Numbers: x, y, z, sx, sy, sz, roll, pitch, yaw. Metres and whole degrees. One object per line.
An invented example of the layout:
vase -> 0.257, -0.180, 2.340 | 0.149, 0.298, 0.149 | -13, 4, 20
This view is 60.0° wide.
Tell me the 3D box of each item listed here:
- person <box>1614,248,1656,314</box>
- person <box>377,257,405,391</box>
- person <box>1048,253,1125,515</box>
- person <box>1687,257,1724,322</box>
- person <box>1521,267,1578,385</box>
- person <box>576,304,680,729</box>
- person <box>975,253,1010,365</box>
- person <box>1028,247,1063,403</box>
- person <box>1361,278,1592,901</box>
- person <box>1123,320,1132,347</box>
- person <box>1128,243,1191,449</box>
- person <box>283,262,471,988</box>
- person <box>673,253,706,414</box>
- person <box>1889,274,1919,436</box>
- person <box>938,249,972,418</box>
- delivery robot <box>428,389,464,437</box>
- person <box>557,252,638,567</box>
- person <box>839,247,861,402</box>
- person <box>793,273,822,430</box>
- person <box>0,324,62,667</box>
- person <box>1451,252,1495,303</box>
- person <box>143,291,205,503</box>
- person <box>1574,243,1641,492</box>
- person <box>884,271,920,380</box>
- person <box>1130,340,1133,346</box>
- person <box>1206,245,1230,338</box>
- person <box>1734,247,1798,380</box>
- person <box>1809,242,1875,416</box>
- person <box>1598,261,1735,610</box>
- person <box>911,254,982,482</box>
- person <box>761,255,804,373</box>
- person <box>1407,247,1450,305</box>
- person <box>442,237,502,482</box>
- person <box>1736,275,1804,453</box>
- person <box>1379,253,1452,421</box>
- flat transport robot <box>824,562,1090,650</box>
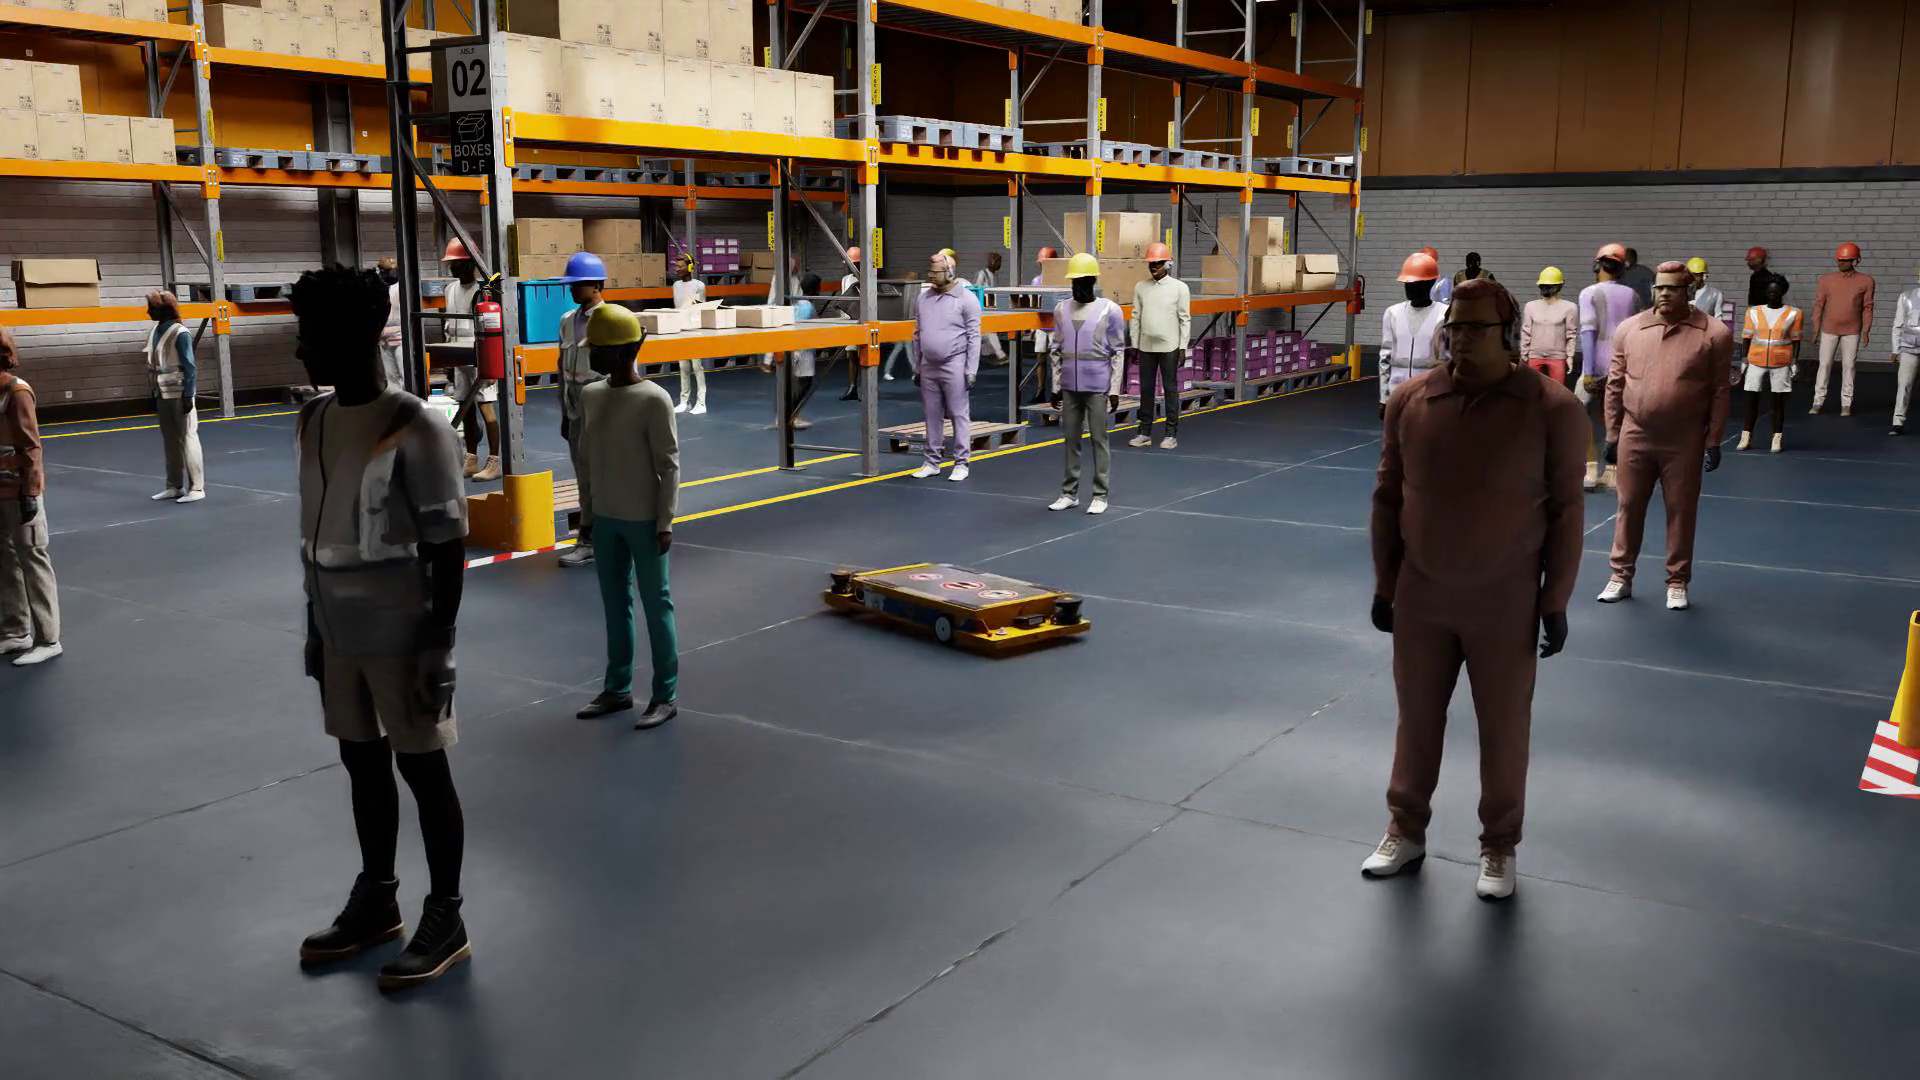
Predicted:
person -> 10.085, -3.414, 24.919 | 0.561, 1.904, 0.643 | -6, 12, -32
person -> -6.141, -2.151, 18.110 | 0.625, 1.840, 0.430 | 7, 12, 34
person -> 0.923, -1.150, 12.317 | 0.590, 1.926, 0.388 | 7, 12, 34
person -> 8.122, -2.211, 18.460 | 0.592, 1.832, 0.404 | 7, 12, 34
person -> 5.689, -1.753, 16.111 | 0.527, 1.765, 0.329 | 7, 12, 34
person -> -1.392, -0.093, 6.915 | 0.527, 1.765, 0.329 | 7, 12, 34
person -> 0.410, -3.752, 27.053 | 0.975, 1.813, 0.638 | 4, 11, 23
person -> 1.094, -2.637, 20.530 | 0.548, 1.937, 0.379 | 7, 12, 34
person -> 1.567, 0.155, 5.143 | 0.643, 1.908, 0.399 | 7, 12, 34
person -> 2.404, -3.167, 23.473 | 0.629, 1.936, 0.371 | 7, 12, 34
person -> 1.933, -1.883, 16.189 | 0.613, 1.994, 0.395 | 7, 12, 34
person -> -1.588, 0.236, 4.537 | 0.609, 1.963, 0.368 | 7, 12, 34
person -> -3.168, -2.403, 19.421 | 0.514, 1.871, 0.327 | 7, 12, 34
person -> 9.913, -1.967, 17.104 | 0.592, 1.832, 0.404 | 7, 12, 34
person -> -0.116, -2.297, 18.683 | 0.590, 1.923, 0.383 | 7, 12, 34
delivery robot -> -5.143, -1.247, 16.396 | 0.707, 0.478, 0.477 | 6, 12, 32
person -> -2.233, -0.777, 10.190 | 0.606, 1.947, 0.406 | 7, 12, 34
person -> -1.280, -2.700, 20.884 | 0.548, 1.934, 0.376 | 7, 12, 34
person -> -1.666, -2.020, 17.835 | 0.408, 1.662, 0.553 | -1, 10, -5
person -> -4.550, -0.218, 7.948 | 0.515, 1.640, 0.315 | 7, 12, 34
person -> 7.704, -3.409, 25.072 | 0.625, 1.843, 0.430 | 7, 12, 34
person -> -6.083, -1.102, 12.859 | 0.515, 1.636, 0.315 | 7, 12, 34
person -> 5.239, -1.398, 13.495 | 0.629, 1.993, 0.573 | -4, 11, -21
person -> -0.795, -3.099, 24.062 | 0.729, 1.577, 0.526 | 3, 11, 14
person -> 3.352, -4.410, 30.618 | 0.625, 1.843, 0.430 | 7, 12, 34
person -> 4.493, -4.148, 28.905 | 0.629, 1.936, 0.371 | 7, 12, 34
person -> 11.578, -3.234, 23.894 | 1.089, 1.933, 0.627 | 2, 10, 9
person -> 10.164, -2.420, 19.174 | 0.613, 1.991, 0.392 | 7, 12, 34
person -> 3.863, -0.568, 9.153 | 0.643, 1.908, 0.399 | 7, 12, 34
person -> -0.139, -1.444, 14.015 | 0.643, 1.905, 0.399 | 7, 12, 34
person -> -2.671, -3.410, 25.206 | 1.063, 1.811, 0.583 | 8, 13, 36
person -> 5.915, -2.740, 21.108 | 0.548, 1.934, 0.376 | 7, 12, 34
person -> -4.111, -1.503, 13.955 | 0.610, 2.043, 0.397 | 7, 12, 34
person -> 7.742, -1.681, 15.899 | 0.537, 1.695, 0.321 | 7, 12, 34
person -> 3.131, -0.991, 11.419 | 0.548, 1.934, 0.376 | 7, 12, 34
flat transport robot -> -0.042, 0.320, 8.763 | 0.652, 0.197, 1.431 | -8, 13, -39
